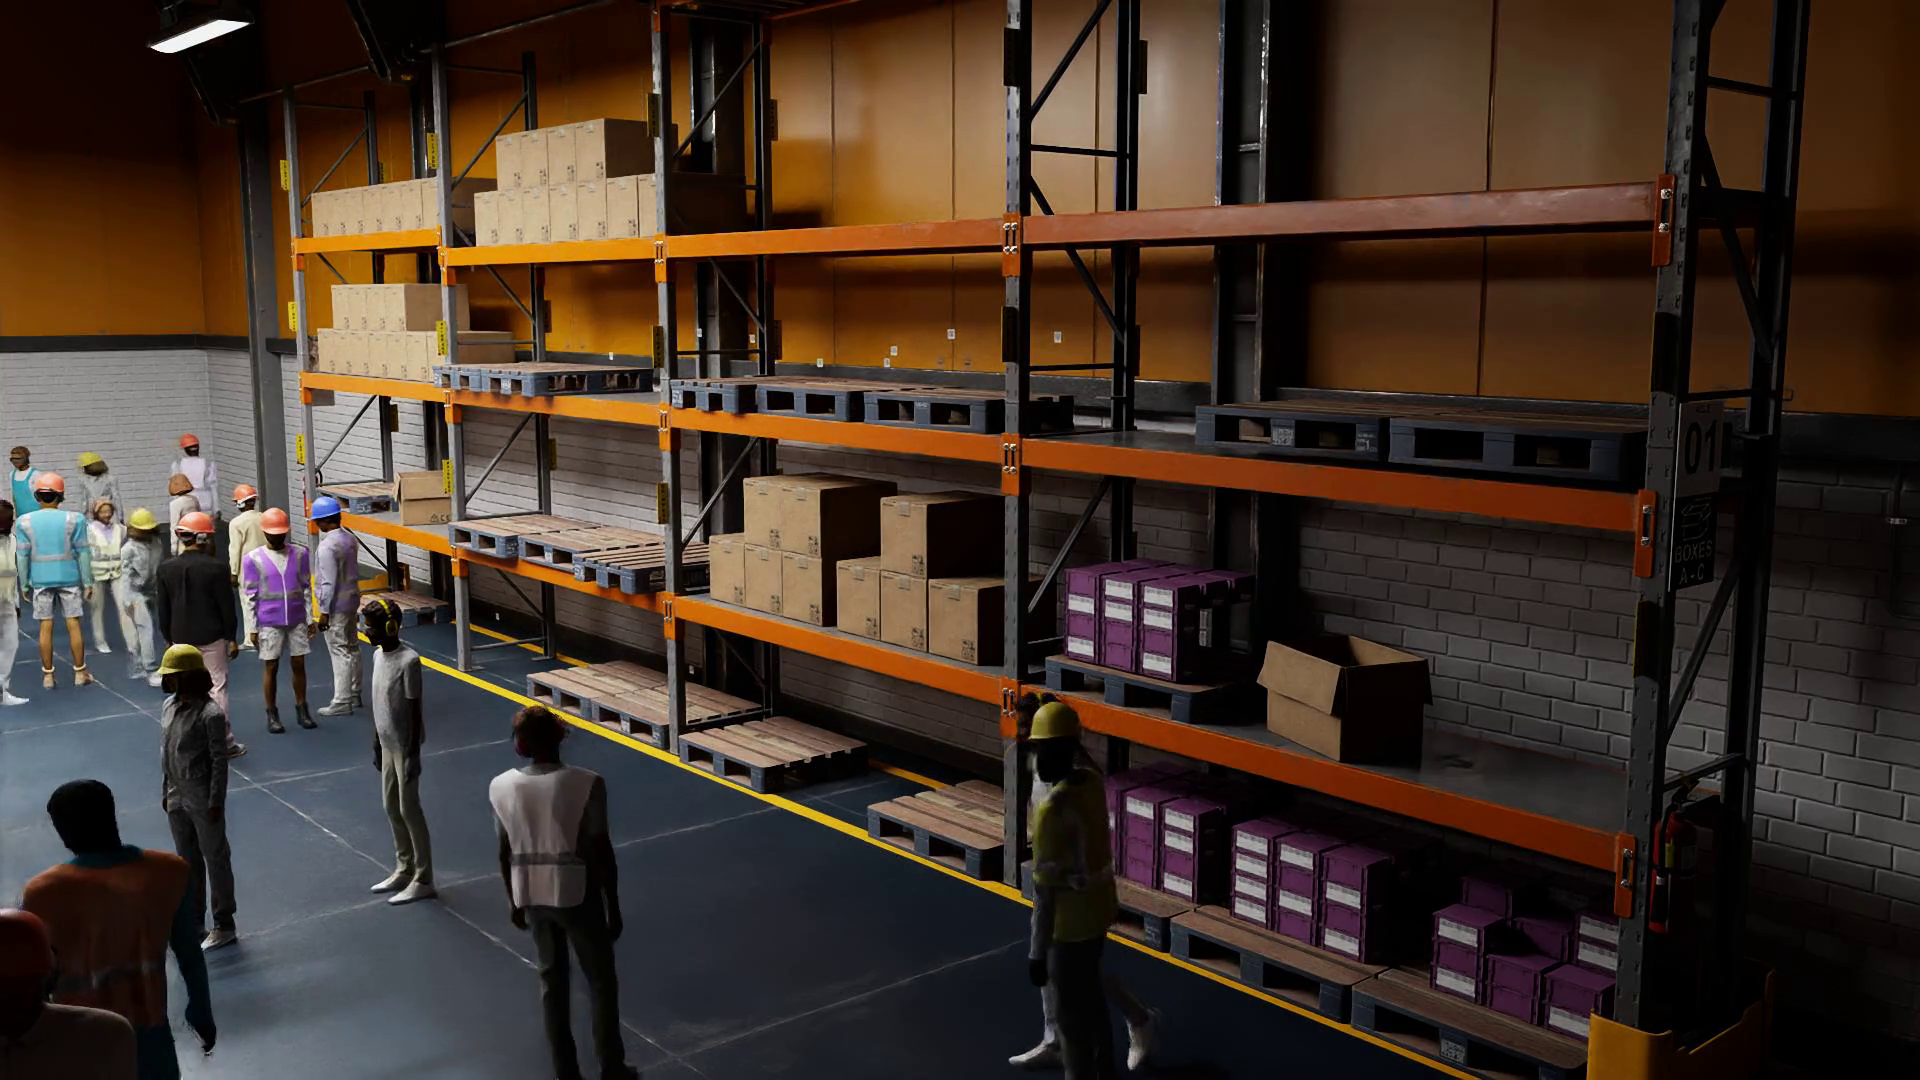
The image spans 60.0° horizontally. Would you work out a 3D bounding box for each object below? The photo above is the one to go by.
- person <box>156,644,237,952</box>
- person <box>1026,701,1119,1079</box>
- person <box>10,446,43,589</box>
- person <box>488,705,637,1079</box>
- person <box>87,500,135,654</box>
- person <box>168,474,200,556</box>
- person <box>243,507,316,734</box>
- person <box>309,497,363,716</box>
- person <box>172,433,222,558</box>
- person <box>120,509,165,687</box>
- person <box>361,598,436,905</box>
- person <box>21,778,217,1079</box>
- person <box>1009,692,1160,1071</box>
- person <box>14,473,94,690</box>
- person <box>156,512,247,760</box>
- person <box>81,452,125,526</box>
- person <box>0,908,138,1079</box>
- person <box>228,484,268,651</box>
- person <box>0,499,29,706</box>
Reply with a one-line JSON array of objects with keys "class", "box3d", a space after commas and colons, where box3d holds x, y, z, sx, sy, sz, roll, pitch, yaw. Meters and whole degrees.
[{"class": "person", "box3d": [-4.328, 1.439, 9.371, 0.485, 1.744, 0.295, 4, 9, 27]}, {"class": "person", "box3d": [0.486, 1.659, 7.293, 0.476, 1.905, 0.683, 4, 9, 28]}, {"class": "person", "box3d": [-11.733, -0.282, 21.035, 0.530, 1.836, 0.432, 4, 9, 25]}, {"class": "person", "box3d": [-1.845, 1.662, 7.617, 0.647, 1.800, 0.395, 1, 8, 9]}, {"class": "person", "box3d": [-8.711, 0.403, 17.042, 0.779, 1.605, 0.530, 7, 11, 40]}, {"class": "person", "box3d": [-9.086, 0.039, 19.524, 0.286, 1.628, 0.503, 1, 8, 9]}, {"class": "person", "box3d": [-5.738, 0.676, 14.061, 0.549, 1.925, 0.384, -7, 11, -39]}, {"class": "person", "box3d": [-5.495, 0.580, 14.666, 0.396, 1.940, 0.601, 0, 8, 1]}, {"class": "person", "box3d": [-10.024, -0.445, 21.858, 0.617, 1.920, 0.577, -4, 9, -23]}, {"class": "person", "box3d": [-7.714, 0.545, 15.771, 0.728, 1.686, 0.505, 2, 8, 13]}, {"class": "person", "box3d": [-3.441, 1.274, 10.150, 0.525, 1.856, 0.338, 8, 11, 43]}, {"class": "person", "box3d": [-3.130, 1.818, 6.213, 0.670, 1.894, 0.434, -8, 11, -43]}, {"class": "person", "box3d": [0.580, 1.616, 7.857, 0.644, 1.839, 0.565, -3, 9, -20]}, {"class": "person", "box3d": [-8.512, 0.385, 15.660, 0.611, 2.042, 0.395, -3, 9, -20]}, {"class": "person", "box3d": [-6.013, 0.770, 13.184, 0.608, 1.987, 0.391, 0, 8, 3]}, {"class": "person", "box3d": [-11.063, -0.286, 21.456, 0.546, 1.722, 0.367, 1, 8, 4]}, {"class": "person", "box3d": [-2.627, 1.990, 4.717, 0.618, 1.986, 0.408, -4, 9, -24]}, {"class": "person", "box3d": [-7.423, 0.286, 17.398, 0.361, 1.741, 0.569, 3, 9, 21]}, {"class": "person", "box3d": [-8.678, 0.584, 14.844, 0.474, 1.886, 0.666, 1, 8, 4]}]
